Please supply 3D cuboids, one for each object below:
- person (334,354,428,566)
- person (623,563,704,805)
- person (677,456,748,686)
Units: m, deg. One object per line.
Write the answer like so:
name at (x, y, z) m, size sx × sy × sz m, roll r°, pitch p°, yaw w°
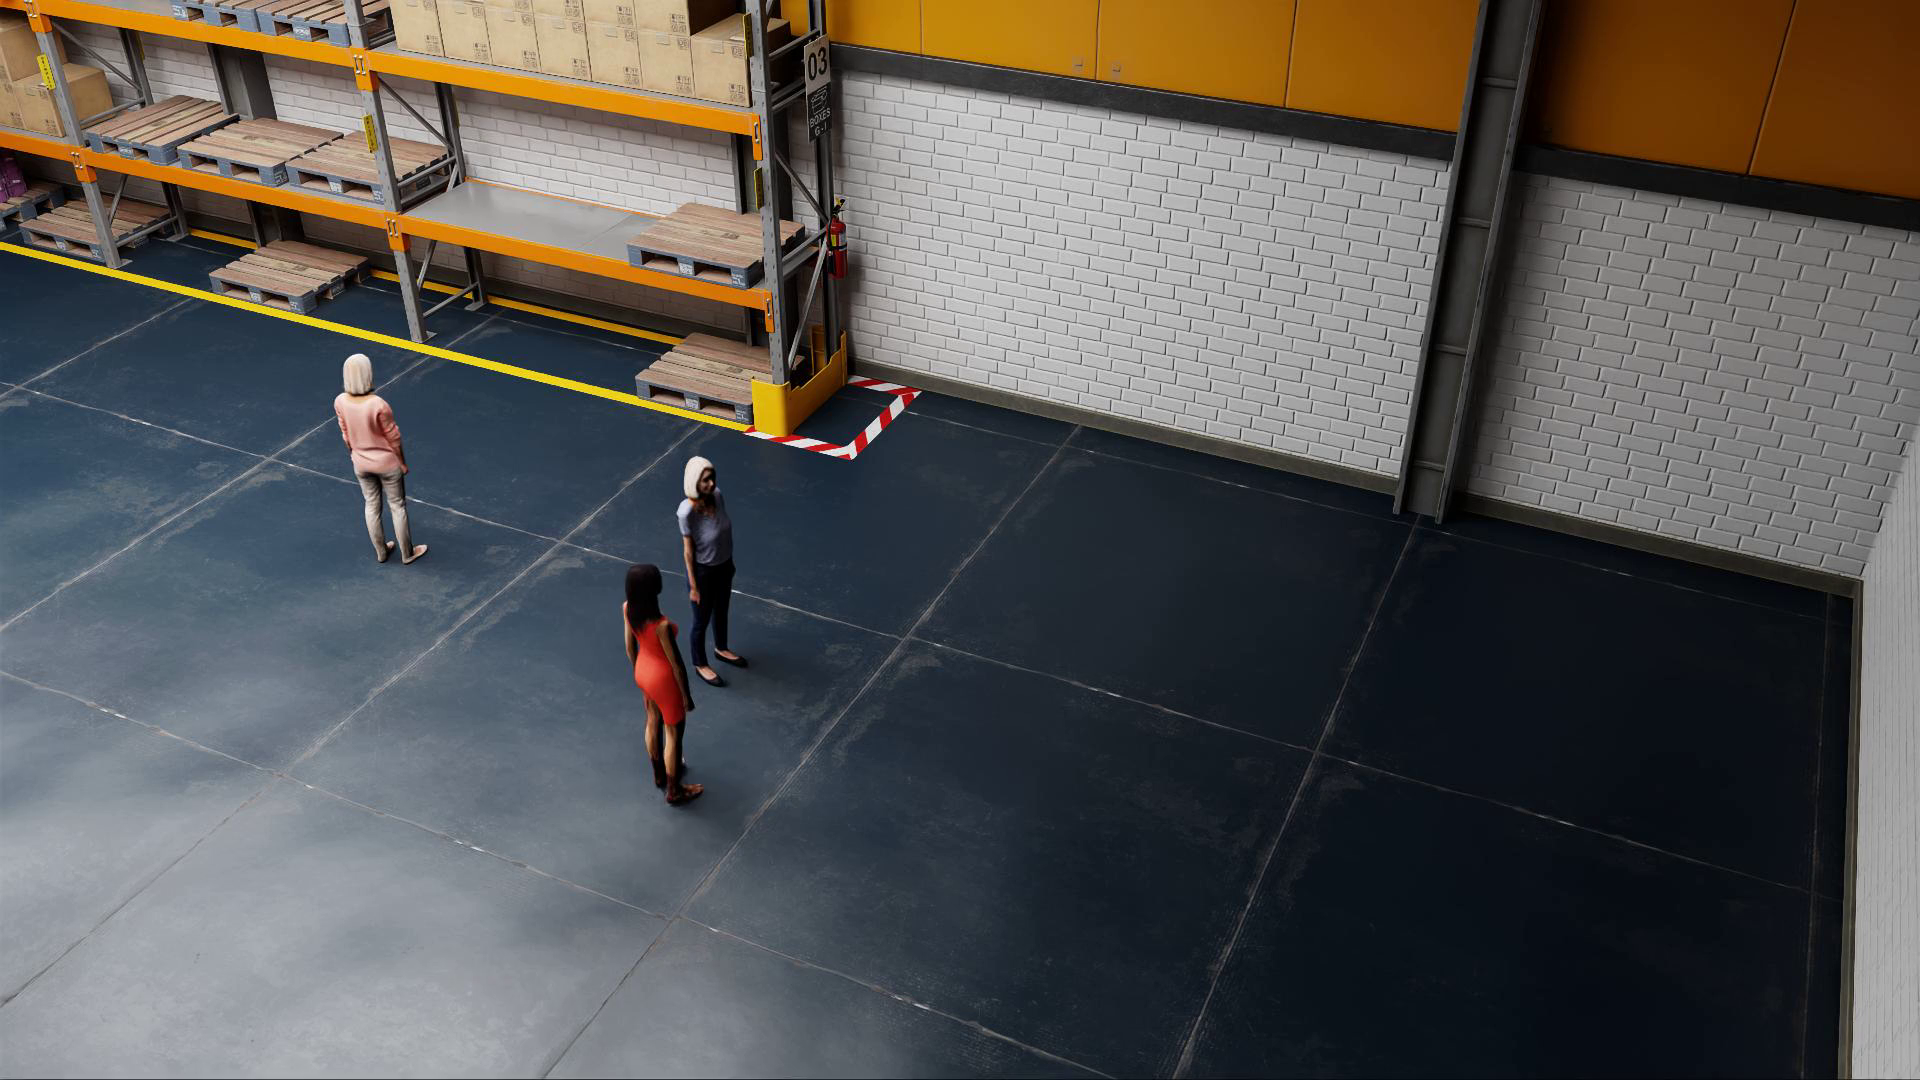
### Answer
person at (-4.330, -0.595, 12.340) m, size 0.553 × 1.725 × 0.717 m, roll 5°, pitch 34°, yaw 8°
person at (-1.839, 0.868, 10.144) m, size 0.568 × 1.720 × 0.710 m, roll 24°, pitch 40°, yaw 31°
person at (-1.697, 0.186, 11.170) m, size 0.533 × 1.721 × 0.583 m, roll 18°, pitch 38°, yaw 25°
